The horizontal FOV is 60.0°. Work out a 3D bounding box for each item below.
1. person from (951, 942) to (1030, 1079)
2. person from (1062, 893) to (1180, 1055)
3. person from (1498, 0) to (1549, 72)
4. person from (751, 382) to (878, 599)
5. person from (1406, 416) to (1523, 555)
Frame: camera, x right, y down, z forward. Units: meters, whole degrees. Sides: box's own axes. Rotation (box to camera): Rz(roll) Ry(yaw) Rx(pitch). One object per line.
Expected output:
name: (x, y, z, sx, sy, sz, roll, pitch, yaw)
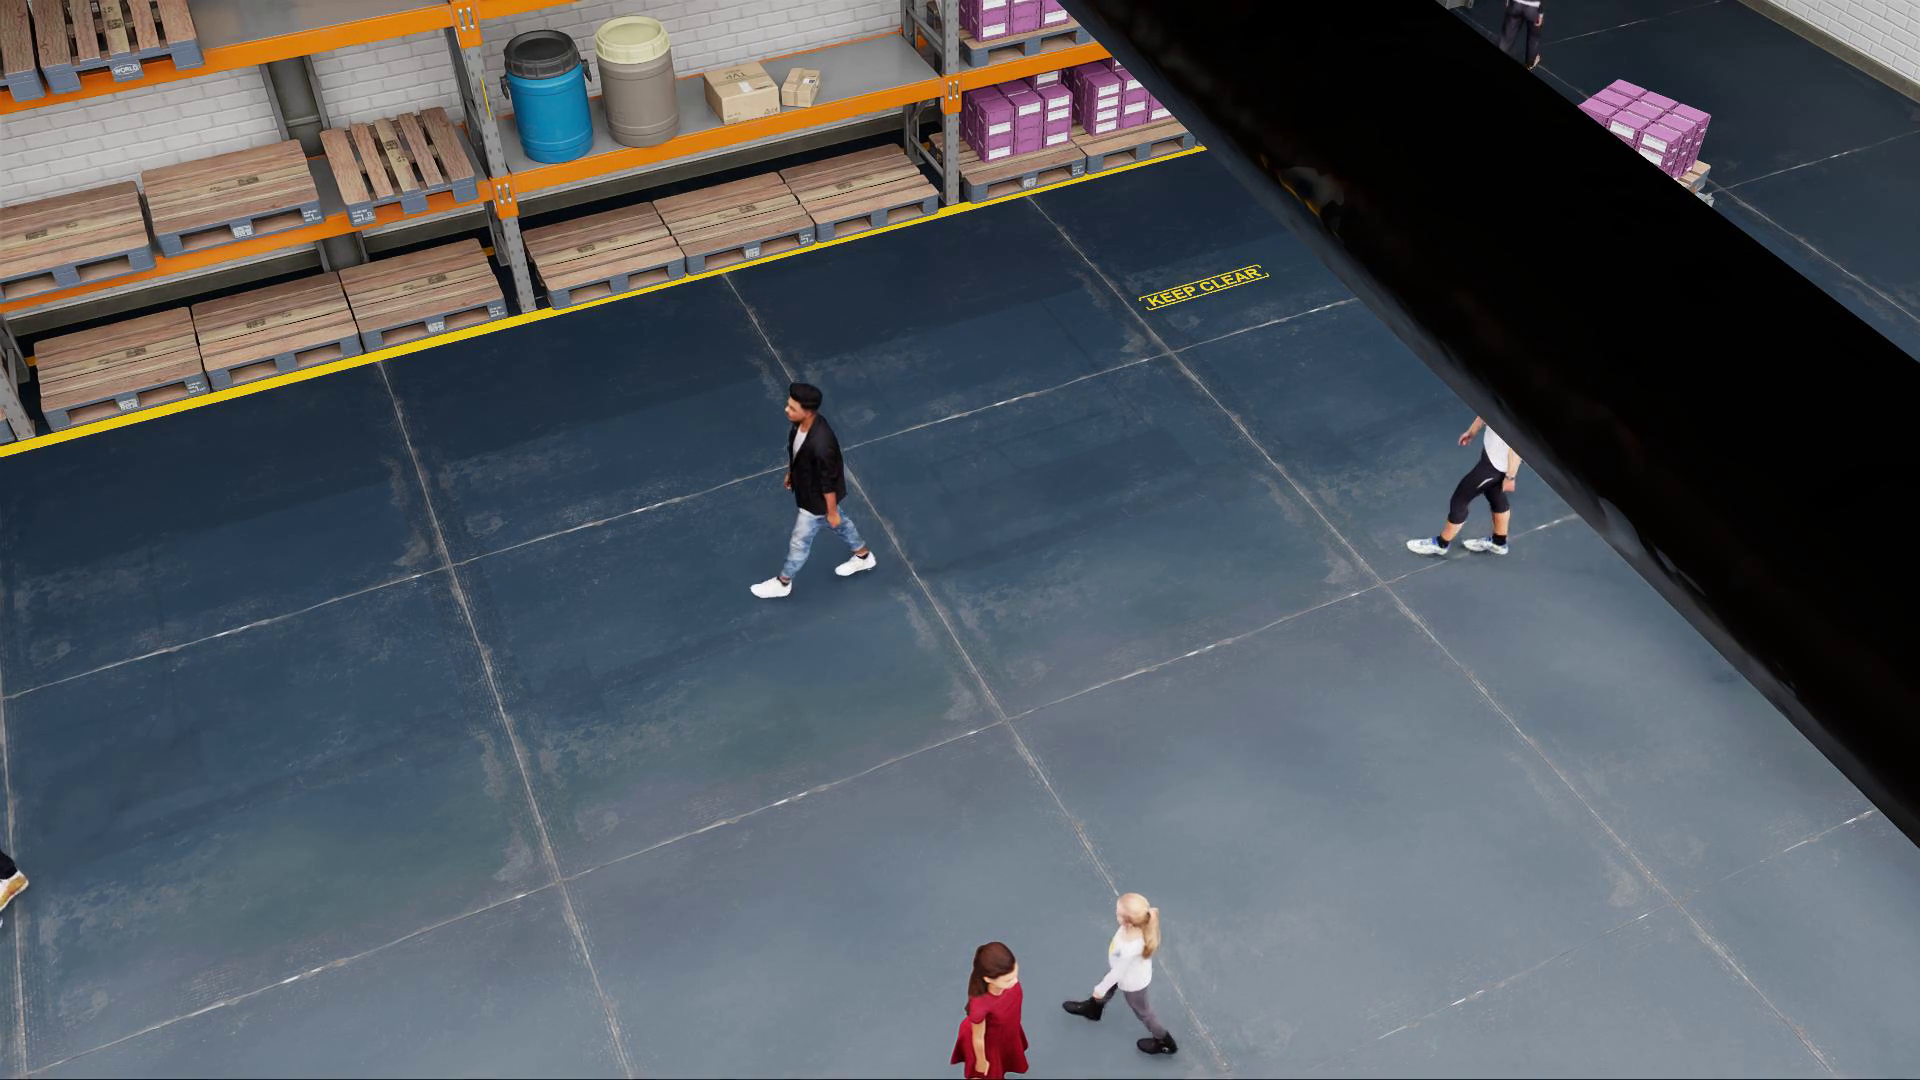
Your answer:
person: (0.159, 2.495, 8.460, 0.739, 1.552, 0.678, 21, 47, 21)
person: (0.981, 2.340, 8.844, 0.936, 1.248, 0.825, 10, 44, 10)
person: (5.593, -5.265, 16.504, 0.958, 1.692, 1.122, 24, 49, 24)
person: (-0.887, -0.350, 11.292, 1.192, 1.766, 0.804, -12, 45, -12)
person: (3.807, -0.581, 11.490, 1.098, 1.828, 0.988, 8, 44, 9)
